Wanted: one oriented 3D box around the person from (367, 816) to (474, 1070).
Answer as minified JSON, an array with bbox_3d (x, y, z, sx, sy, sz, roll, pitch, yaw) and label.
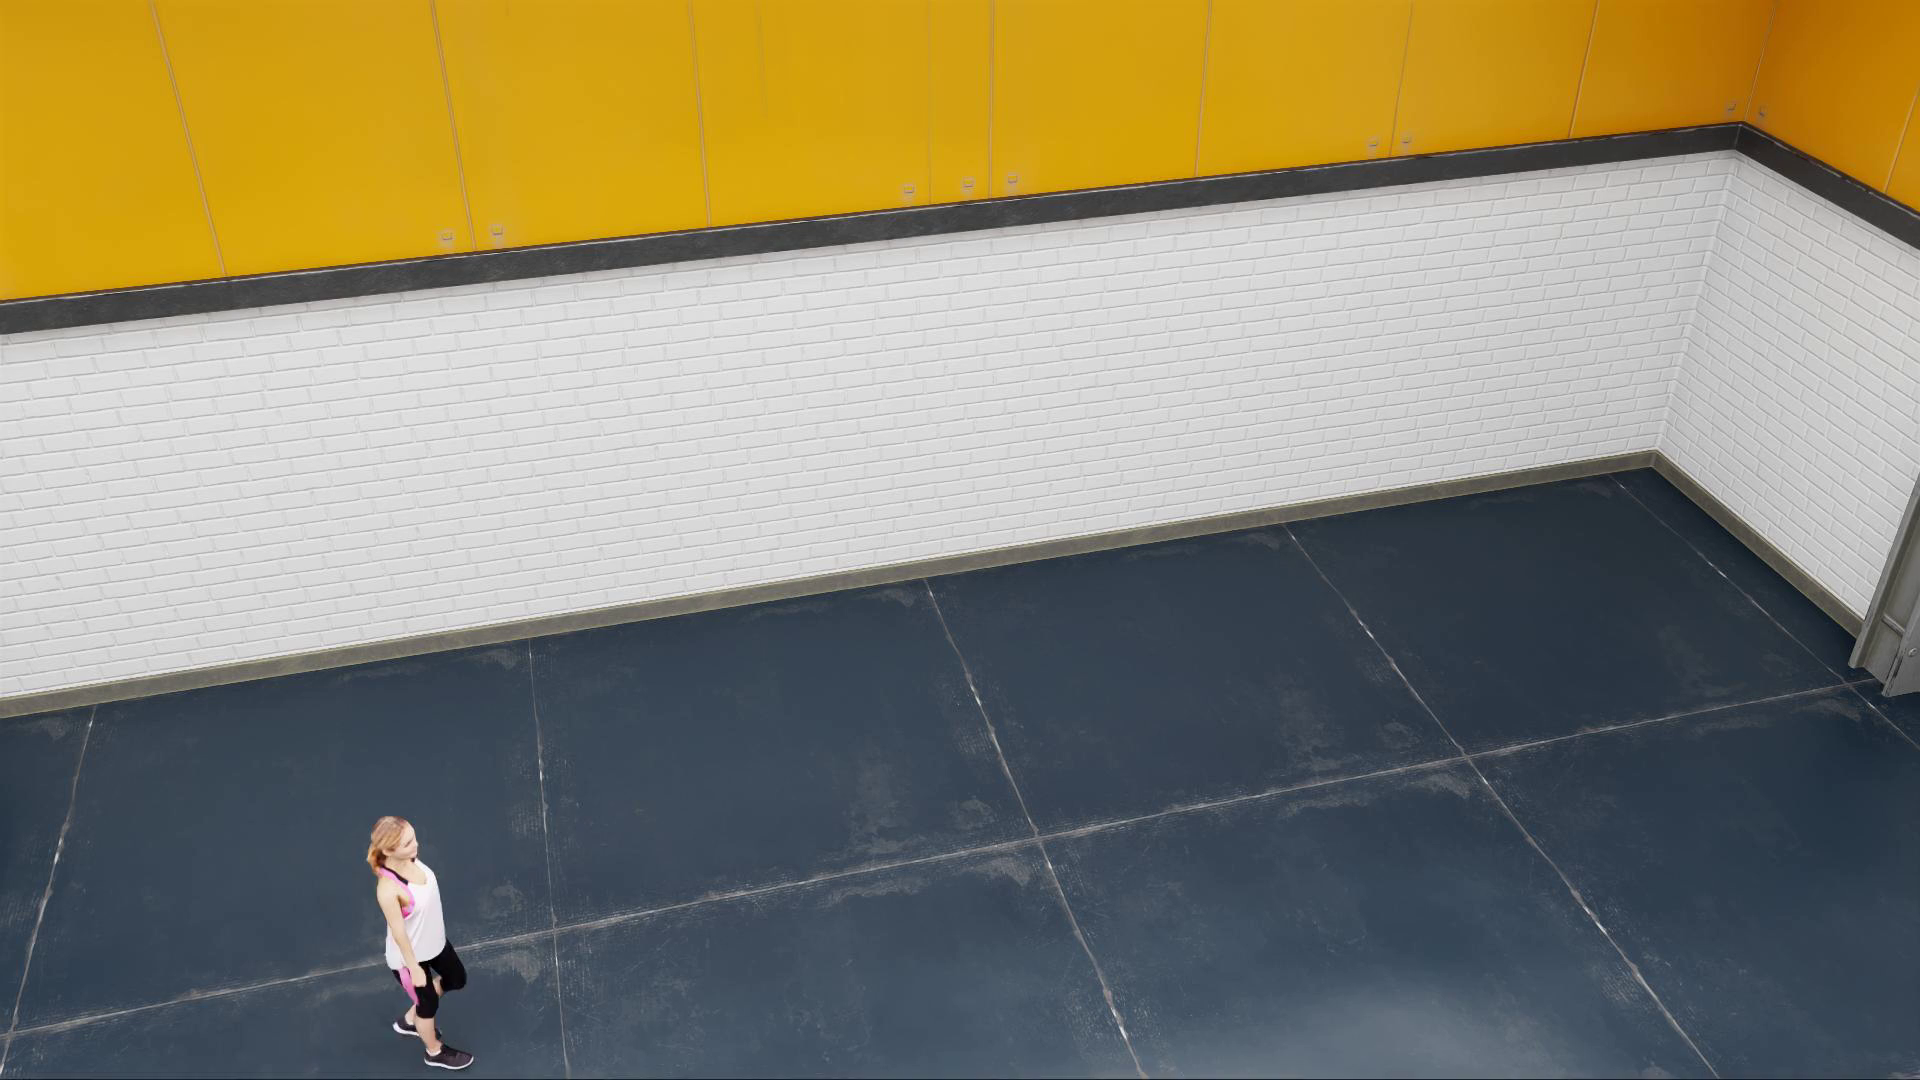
[{"bbox_3d":[-2.883,2.094,8.557,0.775,1.777,0.714,3,34,4],"label":"person"}]
